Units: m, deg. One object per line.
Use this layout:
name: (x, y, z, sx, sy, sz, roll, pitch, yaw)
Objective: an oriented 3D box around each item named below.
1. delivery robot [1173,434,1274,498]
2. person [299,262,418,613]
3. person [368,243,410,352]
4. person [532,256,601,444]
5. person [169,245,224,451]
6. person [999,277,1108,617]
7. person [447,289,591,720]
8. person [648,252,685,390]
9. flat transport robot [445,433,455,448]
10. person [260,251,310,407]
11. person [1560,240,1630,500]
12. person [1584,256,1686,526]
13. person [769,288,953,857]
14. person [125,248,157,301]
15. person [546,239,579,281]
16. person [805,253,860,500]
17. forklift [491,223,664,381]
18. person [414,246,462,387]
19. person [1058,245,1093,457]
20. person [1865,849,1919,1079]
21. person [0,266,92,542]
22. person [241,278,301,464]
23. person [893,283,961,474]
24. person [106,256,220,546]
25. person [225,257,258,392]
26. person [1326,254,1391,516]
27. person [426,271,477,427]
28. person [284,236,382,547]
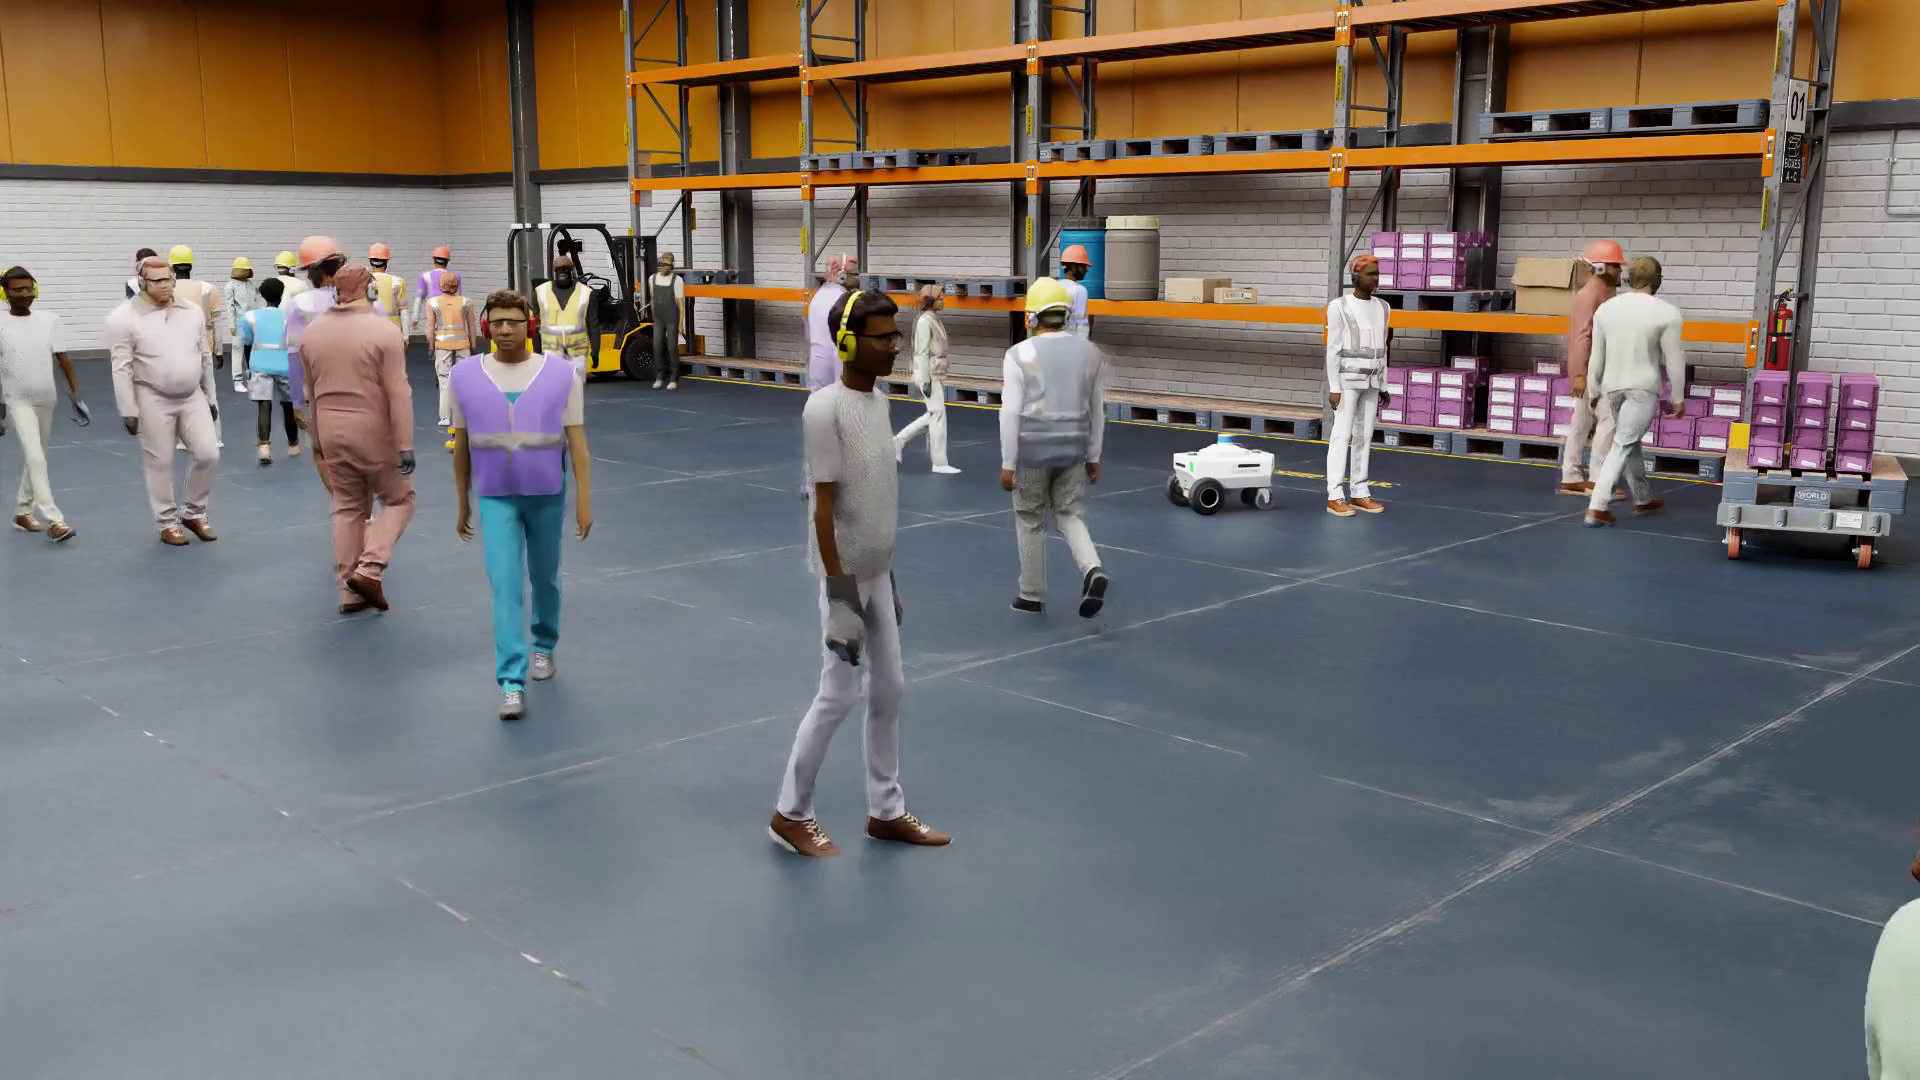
delivery robot: (1.949, -0.537, 12.270, 0.707, 0.478, 0.477, -3, 11, -17)
person: (-3.200, -0.535, 8.908, 0.682, 1.880, 0.436, 3, 11, 16)
person: (-6.244, -2.232, 17.998, 0.552, 1.936, 0.358, -3, 11, -18)
person: (-3.772, -1.790, 15.910, 0.661, 1.815, 0.783, -2, 11, -10)
person: (-7.247, -1.798, 15.651, 0.585, 1.930, 0.357, -6, 12, -28)
person: (0.495, -0.457, 8.656, 0.601, 1.811, 0.664, -5, 12, -26)
person: (-1.915, -0.192, 7.269, 0.581, 1.799, 0.955, -2, 11, -11)
person: (-3.811, -2.856, 21.751, 0.523, 1.802, 0.573, 2, 11, 11)
flat transport robot: (-4.533, -1.067, 16.187, 0.652, 0.197, 1.431, -1, 10, -5)
person: (-7.907, -2.477, 19.616, 0.591, 1.833, 0.404, 1, 10, 5)
person: (4.969, -1.292, 12.757, 0.667, 1.974, 0.649, 5, 12, 27)
person: (4.749, -1.043, 11.680, 1.045, 1.882, 0.646, -8, 13, -36)
person: (-0.335, 0.128, 5.418, 0.476, 1.872, 0.561, 5, 11, 24)
person: (-8.514, -2.145, 17.657, 0.804, 1.896, 0.607, 4, 11, 20)
person: (-6.360, -3.869, 26.844, 0.600, 1.967, 0.368, 1, 10, 4)
person: (-0.855, -1.241, 12.737, 0.780, 1.873, 0.672, -6, 12, -29)
forklift: (-5.316, -3.263, 22.920, 2.313, 2.155, 1.214, -10, 14, -44)
person: (-7.033, -3.015, 22.456, 0.622, 1.878, 1.025, -4, 11, -21)
person: (1.016, -1.721, 15.220, 0.377, 1.932, 0.548, -7, 12, -32)
person: (1.017, 0.929, 1.616, 0.318, 1.631, 0.541, 1, 10, 8)
person: (-6.177, -0.907, 11.117, 0.969, 1.816, 0.541, 7, 13, 35)
person: (-6.157, -1.518, 14.908, 0.531, 1.654, 0.874, -3, 11, -15)
person: (-0.300, -1.367, 14.132, 0.588, 1.619, 0.524, 1, 10, 7)
person: (-5.130, -0.891, 10.814, 0.477, 1.887, 0.679, 9, 13, 39)
person: (-9.280, -2.799, 21.616, 0.306, 1.743, 0.494, 5, 11, 25)
person: (2.896, -1.120, 12.077, 0.575, 1.885, 0.355, -7, 12, -32)
person: (-5.389, -2.021, 17.659, 0.523, 1.640, 0.306, -5, 12, -26)
person: (-3.964, -0.937, 10.733, 0.701, 2.016, 0.499, -6, 12, -31)
